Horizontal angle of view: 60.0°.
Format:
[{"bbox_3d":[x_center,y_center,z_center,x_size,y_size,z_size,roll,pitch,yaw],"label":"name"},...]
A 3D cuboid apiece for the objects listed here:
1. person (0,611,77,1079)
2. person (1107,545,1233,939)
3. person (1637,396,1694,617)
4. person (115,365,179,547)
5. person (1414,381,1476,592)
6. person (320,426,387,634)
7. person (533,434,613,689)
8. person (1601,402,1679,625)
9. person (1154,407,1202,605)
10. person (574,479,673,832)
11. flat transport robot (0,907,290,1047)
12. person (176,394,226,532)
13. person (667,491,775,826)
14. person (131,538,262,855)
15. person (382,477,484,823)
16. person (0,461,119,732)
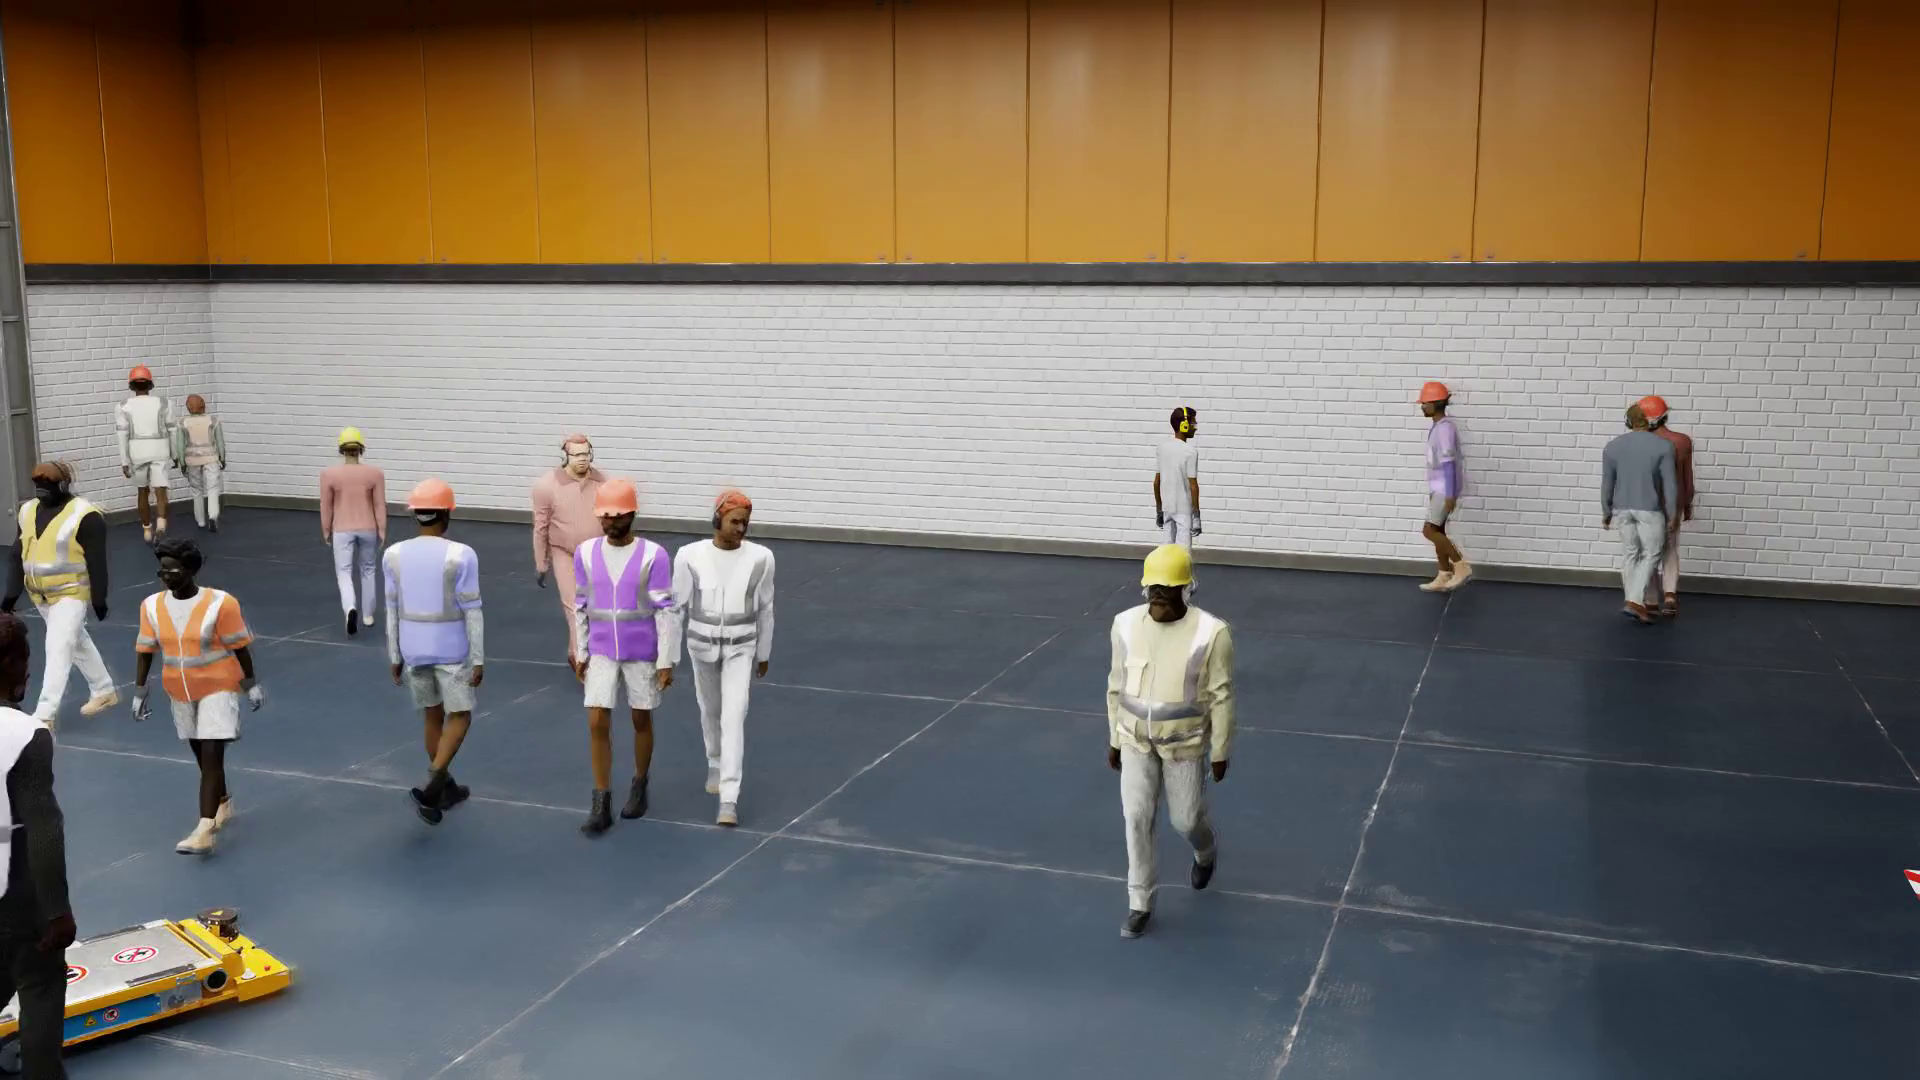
[{"bbox_3d":[-3.311,1.205,5.632,0.590,1.871,0.660,4,10,23],"label":"person"},{"bbox_3d":[0.985,0.896,7.733,0.601,1.814,0.686,5,10,26],"label":"person"},{"bbox_3d":[6.141,-0.285,14.577,0.698,1.961,0.603,-2,9,-12],"label":"person"},{"bbox_3d":[-9.019,-0.933,18.485,0.608,2.014,0.928,-4,10,-23],"label":"person"},{"bbox_3d":[4.506,-0.480,15.619,0.532,2.018,0.677,1,9,8],"label":"person"},{"bbox_3d":[-5.082,-0.076,13.981,0.525,1.747,0.712,-4,10,-25],"label":"person"},{"bbox_3d":[-2.797,0.137,12.300,0.661,1.862,0.985,-6,11,-33],"label":"person"},{"bbox_3d":[5.845,-0.227,14.435,0.657,1.902,0.698,-9,13,-44],"label":"person"},{"bbox_3d":[1.917,-0.232,14.555,0.310,1.864,0.532,-7,11,-37],"label":"person"},{"bbox_3d":[-1.856,0.635,9.010,0.571,1.913,0.780,1,9,4],"label":"person"},{"bbox_3d":[-3.554,1.826,6.713,1.431,0.197,0.652,-9,13,-44],"label":"flat transport robot"},{"bbox_3d":[-8.891,-0.907,19.502,0.511,1.611,0.769,-3,10,-19],"label":"person"},{"bbox_3d":[-1.337,0.628,9.373,0.600,1.824,1.042,-1,9,-4],"label":"person"},{"bbox_3d":[-4.029,0.811,8.708,0.574,1.652,0.830,1,9,6],"label":"person"},{"bbox_3d":[-2.906,0.618,9.160,0.554,1.911,0.722,1,9,6],"label":"person"},{"bbox_3d":[-6.022,0.361,11.111,0.635,1.798,0.955,3,10,20],"label":"person"}]
